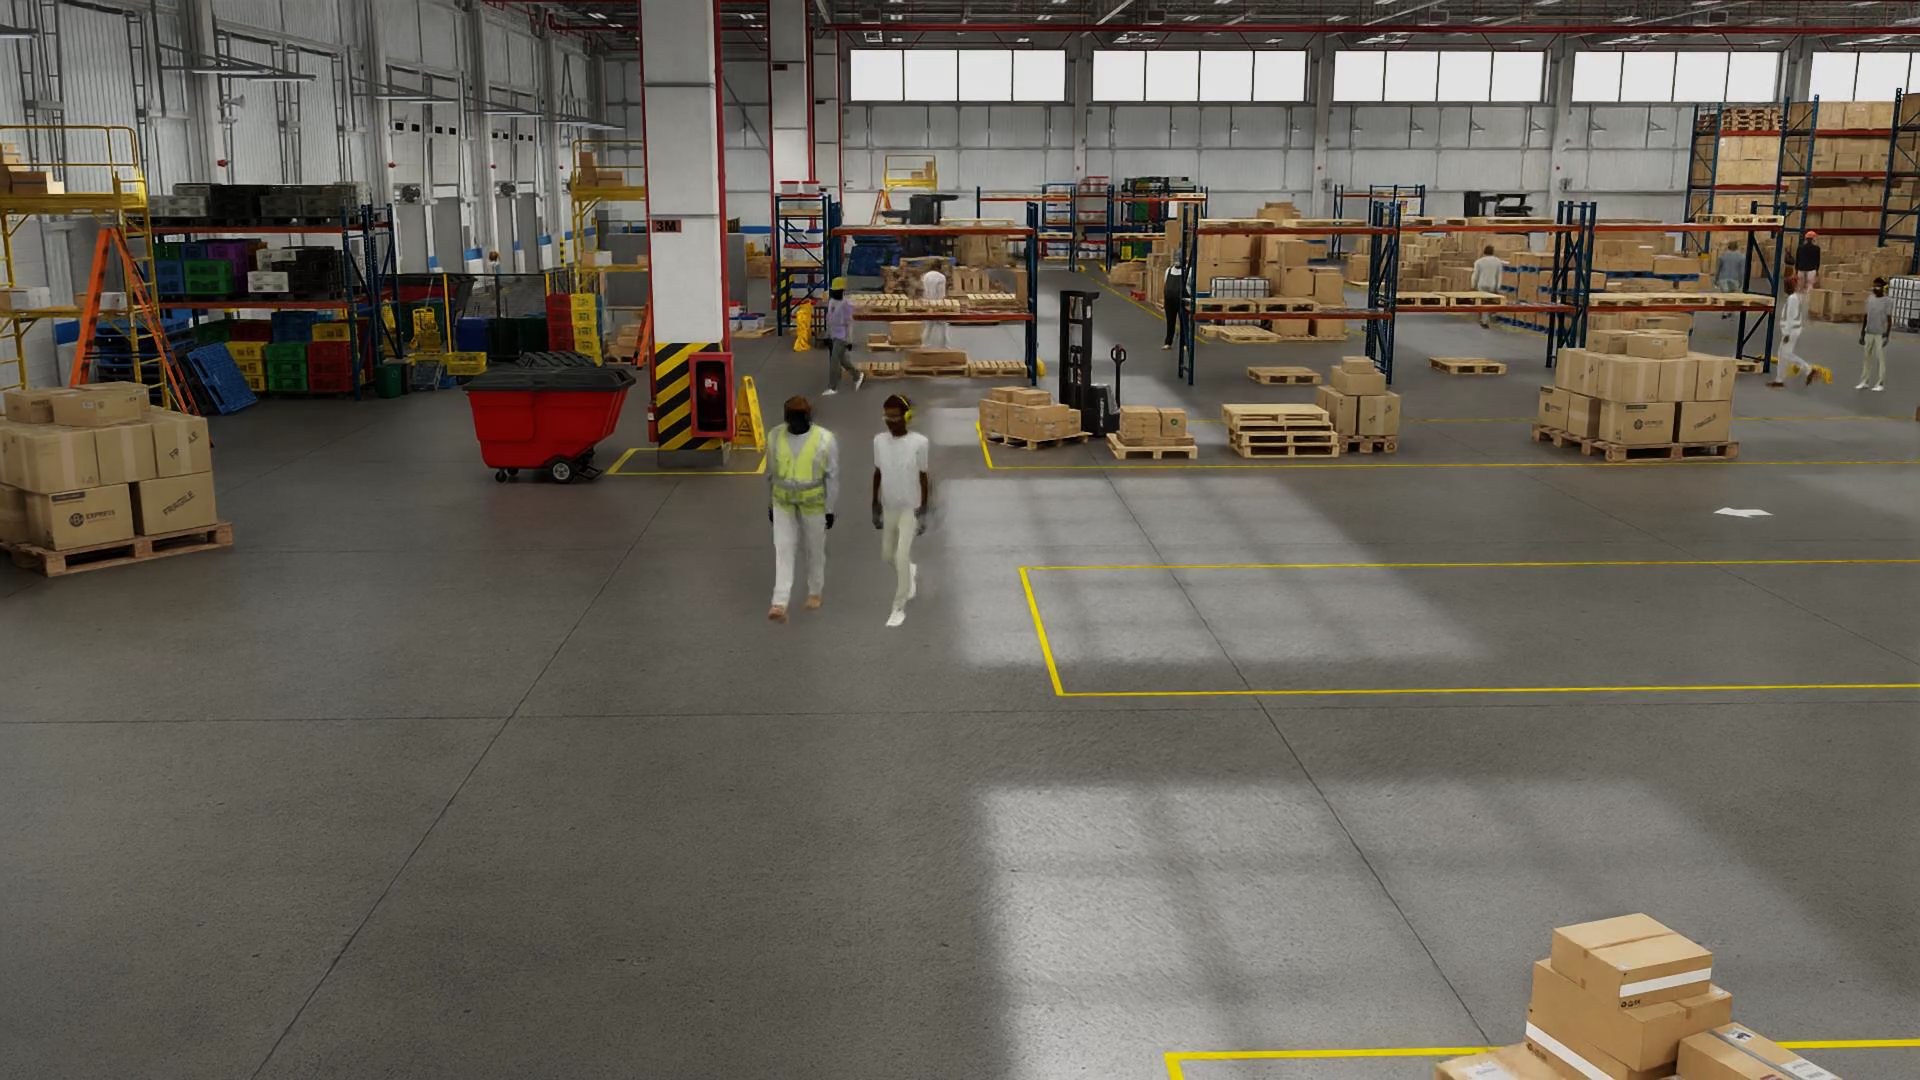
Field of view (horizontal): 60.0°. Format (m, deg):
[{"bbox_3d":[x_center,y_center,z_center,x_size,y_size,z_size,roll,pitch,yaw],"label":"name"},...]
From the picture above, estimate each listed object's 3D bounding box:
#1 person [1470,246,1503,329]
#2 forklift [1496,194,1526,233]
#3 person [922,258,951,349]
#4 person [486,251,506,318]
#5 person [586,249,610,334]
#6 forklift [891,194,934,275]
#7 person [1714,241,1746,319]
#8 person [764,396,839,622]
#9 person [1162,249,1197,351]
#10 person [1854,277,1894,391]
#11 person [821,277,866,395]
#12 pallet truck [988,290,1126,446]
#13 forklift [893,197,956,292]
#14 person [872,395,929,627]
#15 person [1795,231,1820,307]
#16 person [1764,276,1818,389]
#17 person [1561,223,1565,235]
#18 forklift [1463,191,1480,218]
[{"bbox_3d":[12.105,-5.815,38.243,0.644,1.888,1.020,0,12,-1],"label":"person"},{"bbox_3d":[18.452,-10.243,55.966,1.129,2.768,1.873,2,13,8],"label":"forklift"},{"bbox_3d":[-0.415,-4.515,32.324,0.875,1.900,0.654,-11,17,-42],"label":"person"},{"bbox_3d":[-11.434,-6.267,40.867,0.524,1.632,0.323,12,17,43],"label":"person"},{"bbox_3d":[-8.093,-5.491,36.800,0.588,1.876,0.952,-11,17,-41],"label":"person"},{"bbox_3d":[-1.213,-9.812,54.021,1.873,2.768,1.129,-7,14,-30],"label":"forklift"},{"bbox_3d":[18.853,-6.378,40.779,0.635,1.884,1.014,4,13,17],"label":"person"},{"bbox_3d":[-1.288,-0.251,13.315,0.640,1.791,0.944,2,13,8],"label":"person"},{"bbox_3d":[4.358,-4.807,33.338,0.682,2.000,0.537,7,14,29],"label":"person"},{"bbox_3d":[15.022,-3.373,27.290,0.333,1.861,0.500,-7,14,-27],"label":"person"},{"bbox_3d":[-1.888,-3.315,26.957,0.859,1.899,0.601,-9,15,-35],"label":"person"},{"bbox_3d":[1.257,-2.299,22.111,1.885,1.965,0.823,-9,15,-35],"label":"pallet truck"},{"bbox_3d":[-1.141,-8.616,48.621,1.873,2.768,1.129,5,13,20],"label":"forklift"},{"bbox_3d":[-0.452,-0.265,13.304,0.509,1.845,0.706,5,13,22],"label":"person"},{"bbox_3d":[22.515,-7.190,44.198,0.611,1.996,0.378,11,17,41],"label":"person"},{"bbox_3d":[13.791,-3.419,27.459,0.689,1.864,0.634,6,14,25],"label":"person"},{"bbox_3d":[19.533,-9.315,53.982,0.557,1.910,0.500,8,15,31],"label":"person"},{"bbox_3d":[19.253,-11.768,62.854,1.873,2.768,1.129,0,12,-2],"label":"forklift"}]
